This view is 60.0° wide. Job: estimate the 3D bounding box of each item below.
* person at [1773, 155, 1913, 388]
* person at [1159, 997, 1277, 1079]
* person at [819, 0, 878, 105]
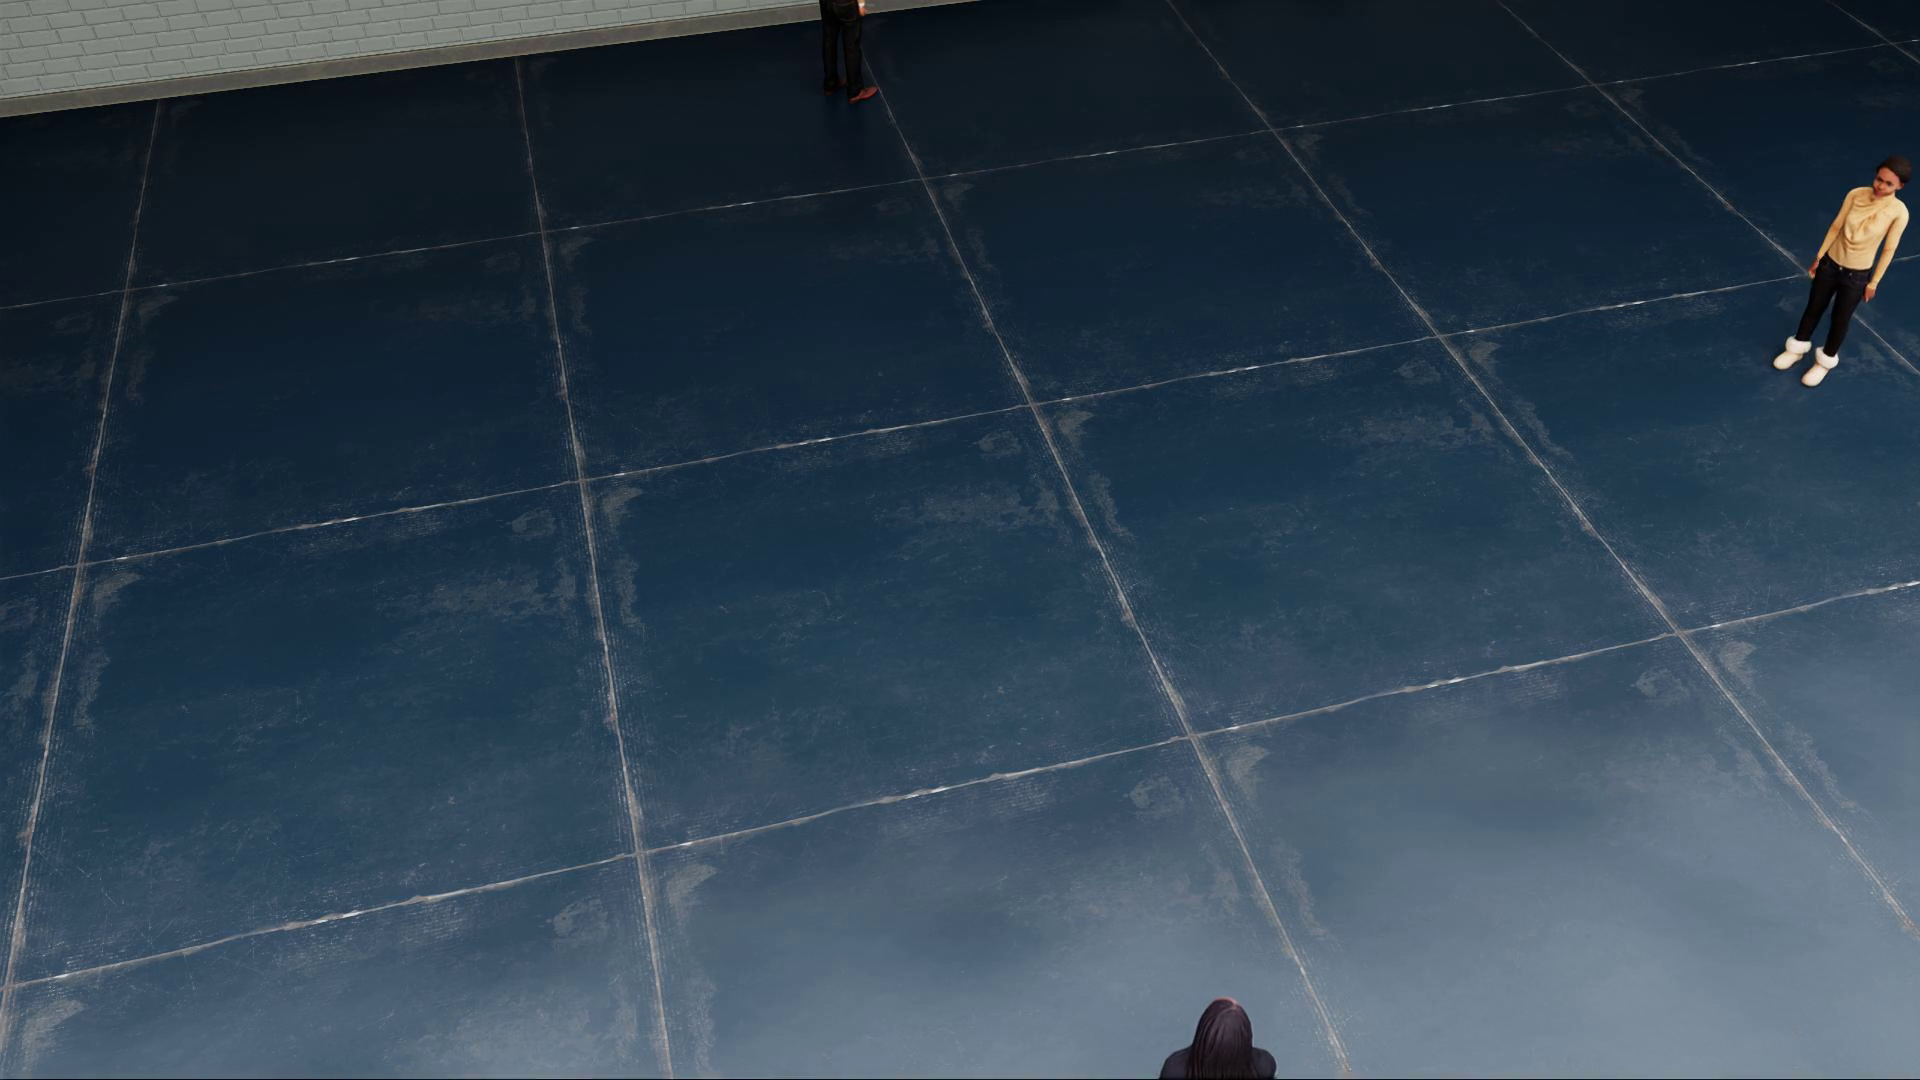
[{"bbox_3d":[5.813,-1.793,10.892,0.735,1.658,0.617,-28,50,-27],"label":"person"},{"bbox_3d":[0.949,2.305,6.452,0.630,1.728,0.623,-6,43,-6],"label":"person"},{"bbox_3d":[-0.989,-4.464,13.682,0.742,1.754,0.815,25,48,24],"label":"person"}]
